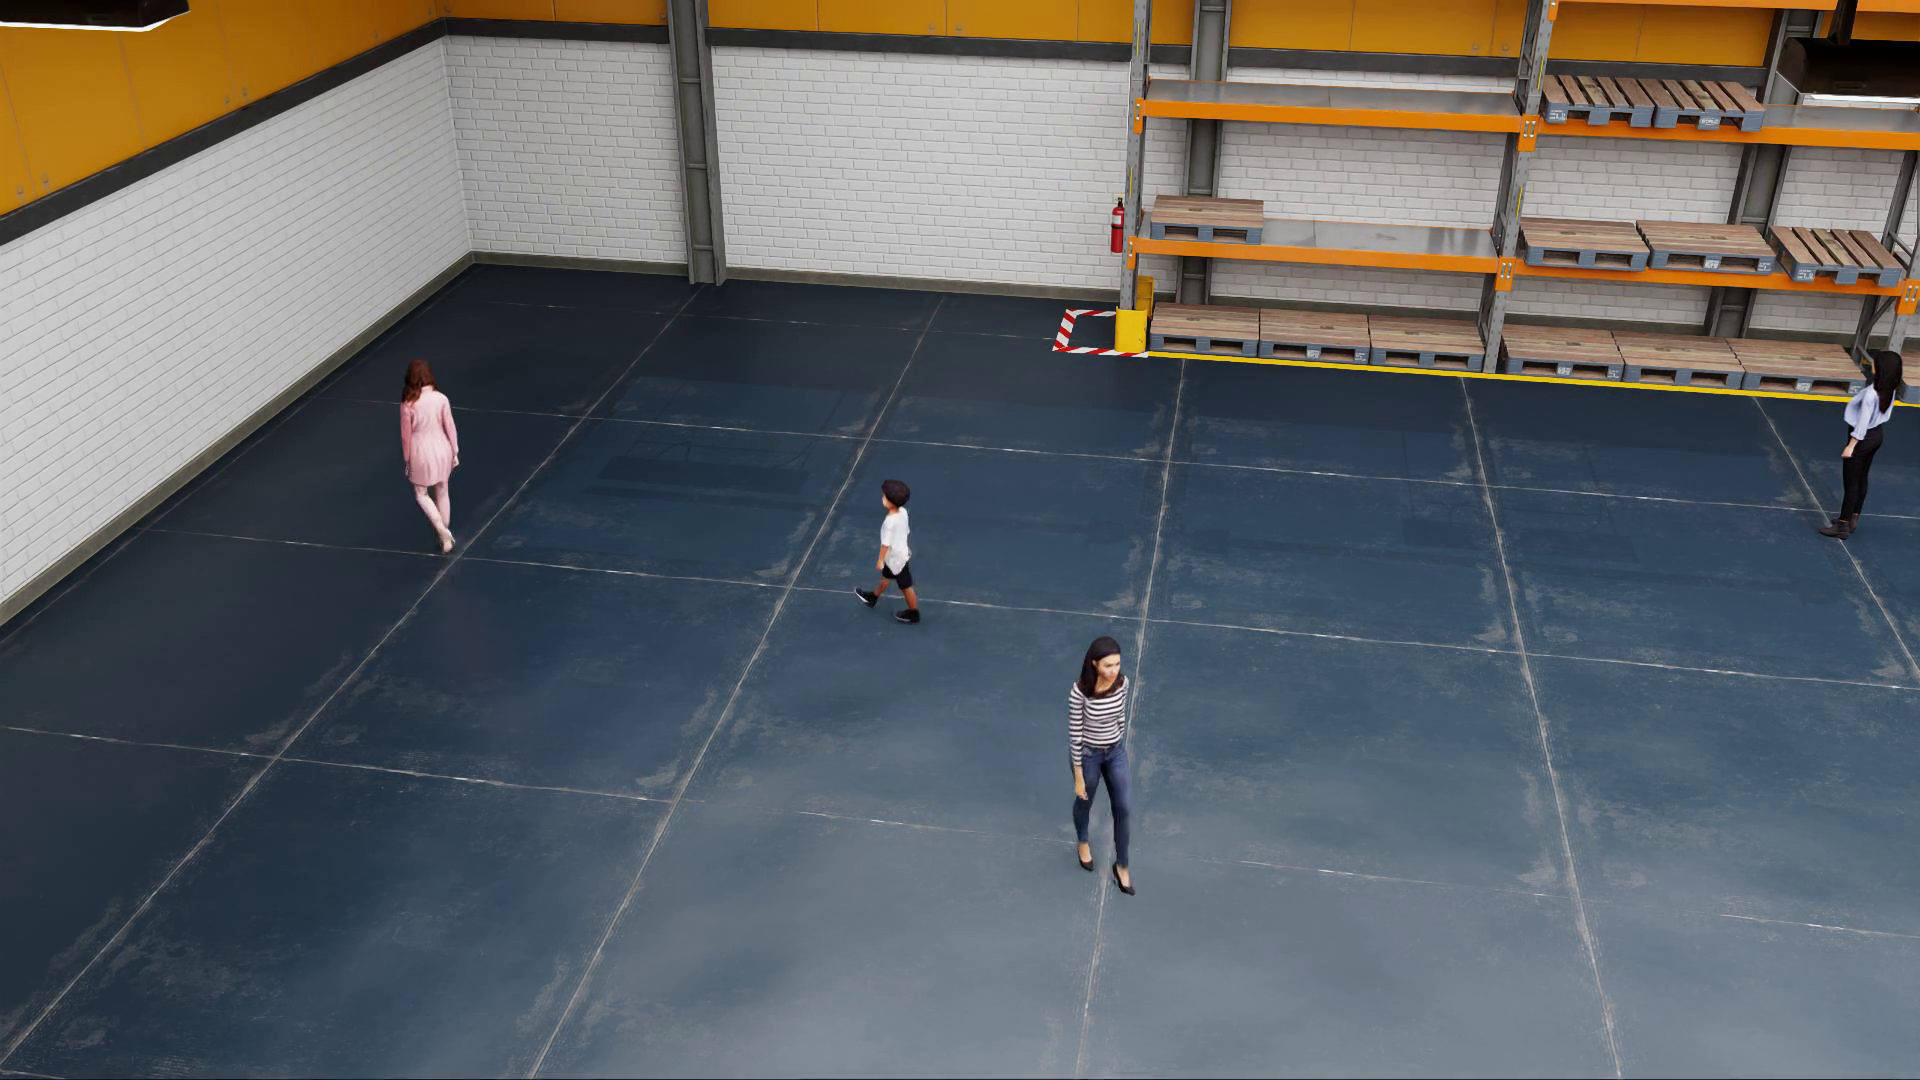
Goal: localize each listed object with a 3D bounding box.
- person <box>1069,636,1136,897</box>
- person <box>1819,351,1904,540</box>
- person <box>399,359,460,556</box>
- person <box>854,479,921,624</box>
[{"bbox_3d":[0.816,1.357,10.474,0.876,1.775,0.897,-12,31,-20],"label":"person"},{"bbox_3d":[7.895,-0.836,14.528,0.729,1.744,0.765,-23,36,-35],"label":"person"},{"bbox_3d":[-4.485,-0.651,14.143,0.899,1.788,0.956,-18,33,-30],"label":"person"},{"bbox_3d":[-0.454,0.117,13.313,0.870,1.234,0.603,10,30,18],"label":"person"}]
